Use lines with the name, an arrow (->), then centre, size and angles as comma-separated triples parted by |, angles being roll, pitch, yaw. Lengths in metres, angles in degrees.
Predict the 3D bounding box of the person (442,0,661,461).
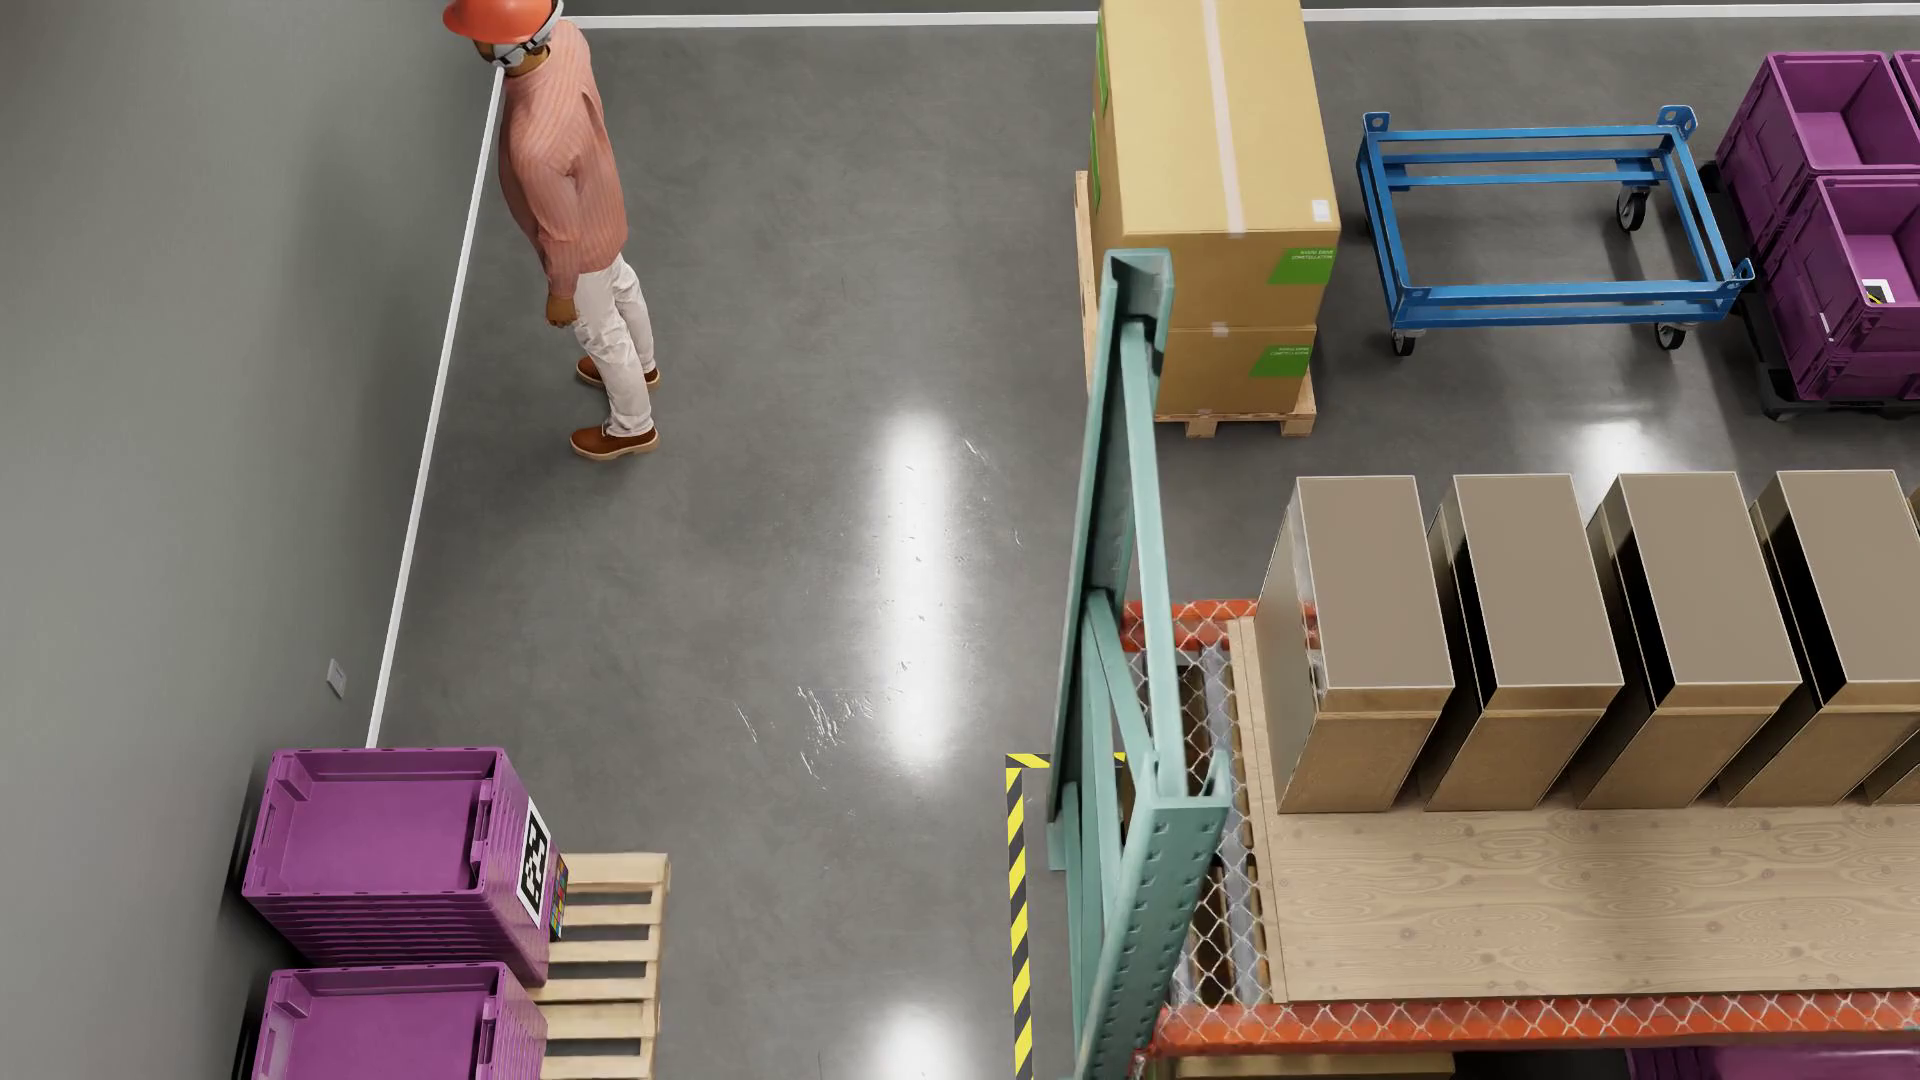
person -> -1.229, -0.992, 5.255 | 0.380, 1.995, 0.611 | -1, 58, -1
